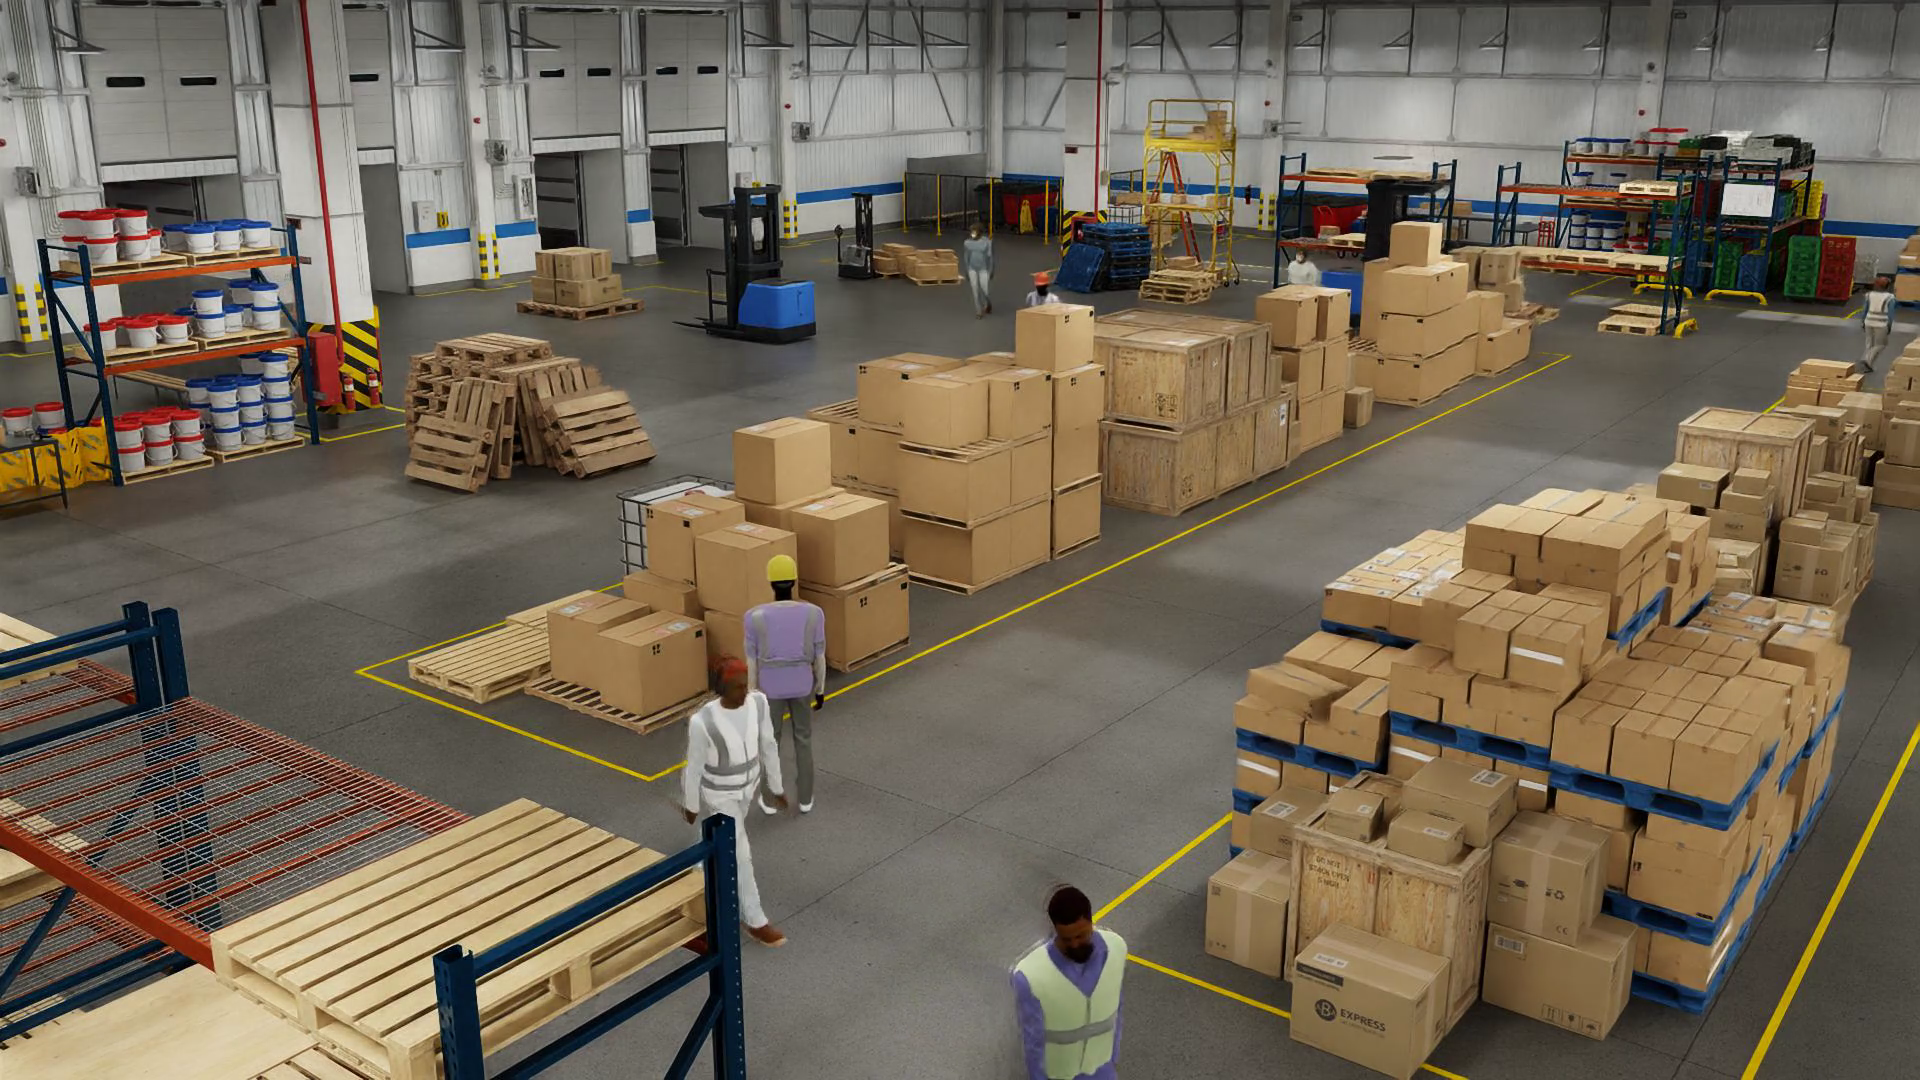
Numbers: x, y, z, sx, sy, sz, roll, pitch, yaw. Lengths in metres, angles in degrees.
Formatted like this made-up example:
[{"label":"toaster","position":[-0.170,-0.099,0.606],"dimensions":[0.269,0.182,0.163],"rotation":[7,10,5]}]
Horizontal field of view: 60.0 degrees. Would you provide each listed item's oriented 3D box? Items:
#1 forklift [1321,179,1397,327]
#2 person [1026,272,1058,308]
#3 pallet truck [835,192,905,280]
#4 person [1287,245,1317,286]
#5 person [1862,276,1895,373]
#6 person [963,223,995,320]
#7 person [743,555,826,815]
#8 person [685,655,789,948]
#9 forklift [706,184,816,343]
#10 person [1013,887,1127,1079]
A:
[{"label":"forklift","position":[8.022,-5.512,32.025],"dimensions":[1.873,2.768,1.129],"rotation":[10,19,29]},{"label":"person","position":[1.237,-3.242,26.165],"dimensions":[0.579,1.902,0.911],"rotation":[7,18,22]},{"label":"pallet truck","position":[-1.936,-7.159,38.982],"dimensions":[1.885,1.965,0.823],"rotation":[-12,21,-34]},{"label":"person","position":[5.988,-4.262,29.534],"dimensions":[0.809,1.906,0.657],"rotation":[-14,22,-38]},{"label":"person","position":[15.338,-3.599,27.812],"dimensions":[0.364,1.623,0.537],"rotation":[-10,20,-31]},{"label":"person","position":[0.373,-5.363,33.187],"dimensions":[0.636,1.910,0.482],"rotation":[6,18,18]},{"label":"person","position":[-1.260,1.042,11.995],"dimensions":[0.589,1.911,0.423],"rotation":[-4,17,-13]},{"label":"person","position":[-1.456,1.558,10.412],"dimensions":[0.987,1.840,0.571],"rotation":[14,22,38]},{"label":"forklift","position":[-3.717,-5.181,30.929],"dimensions":[1.873,2.768,1.129],"rotation":[12,21,35]},{"label":"person","position":[0.513,2.400,7.517],"dimensions":[0.592,1.889,0.436],"rotation":[-8,19,-26]}]
